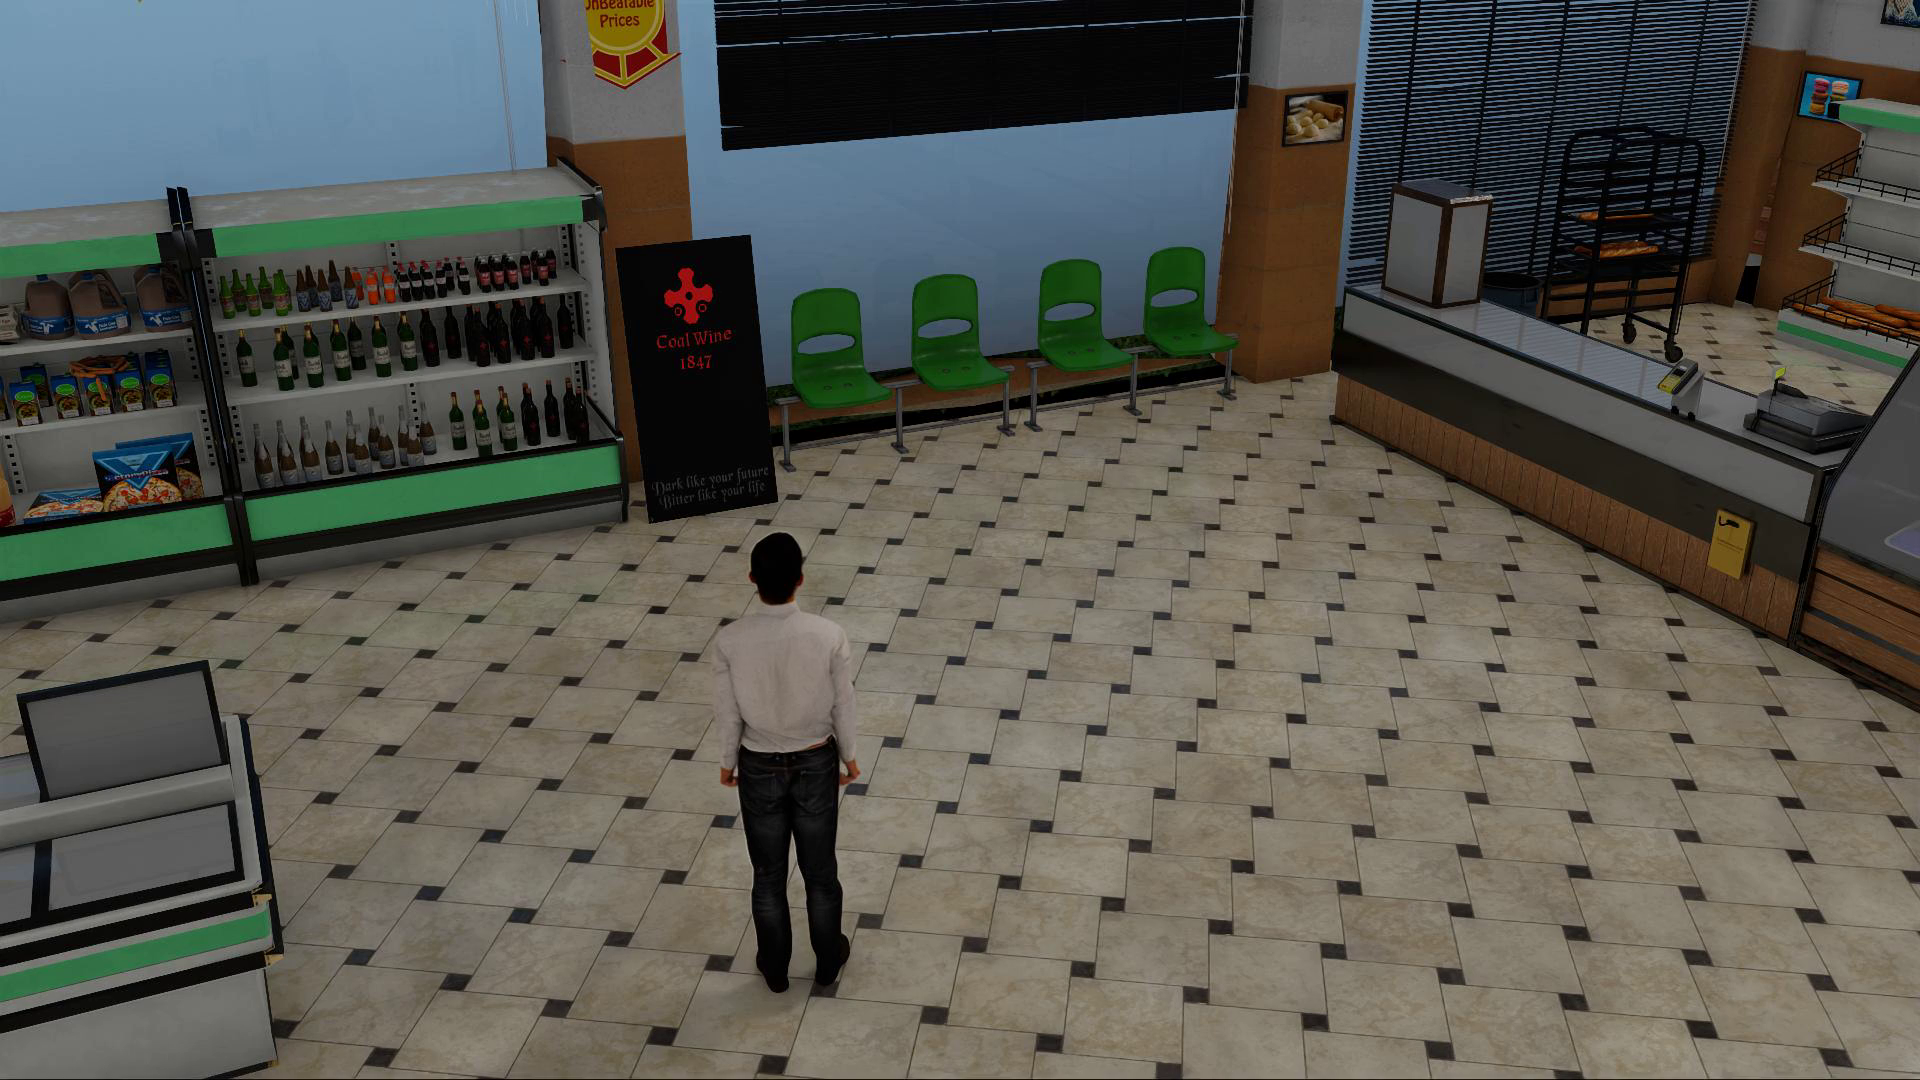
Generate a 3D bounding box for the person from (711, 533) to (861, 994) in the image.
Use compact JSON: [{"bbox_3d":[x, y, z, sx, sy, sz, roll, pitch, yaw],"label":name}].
[{"bbox_3d":[-0.620,0.820,5.992,0.622,1.811,0.792,-2,24,-4],"label":"person"}]
